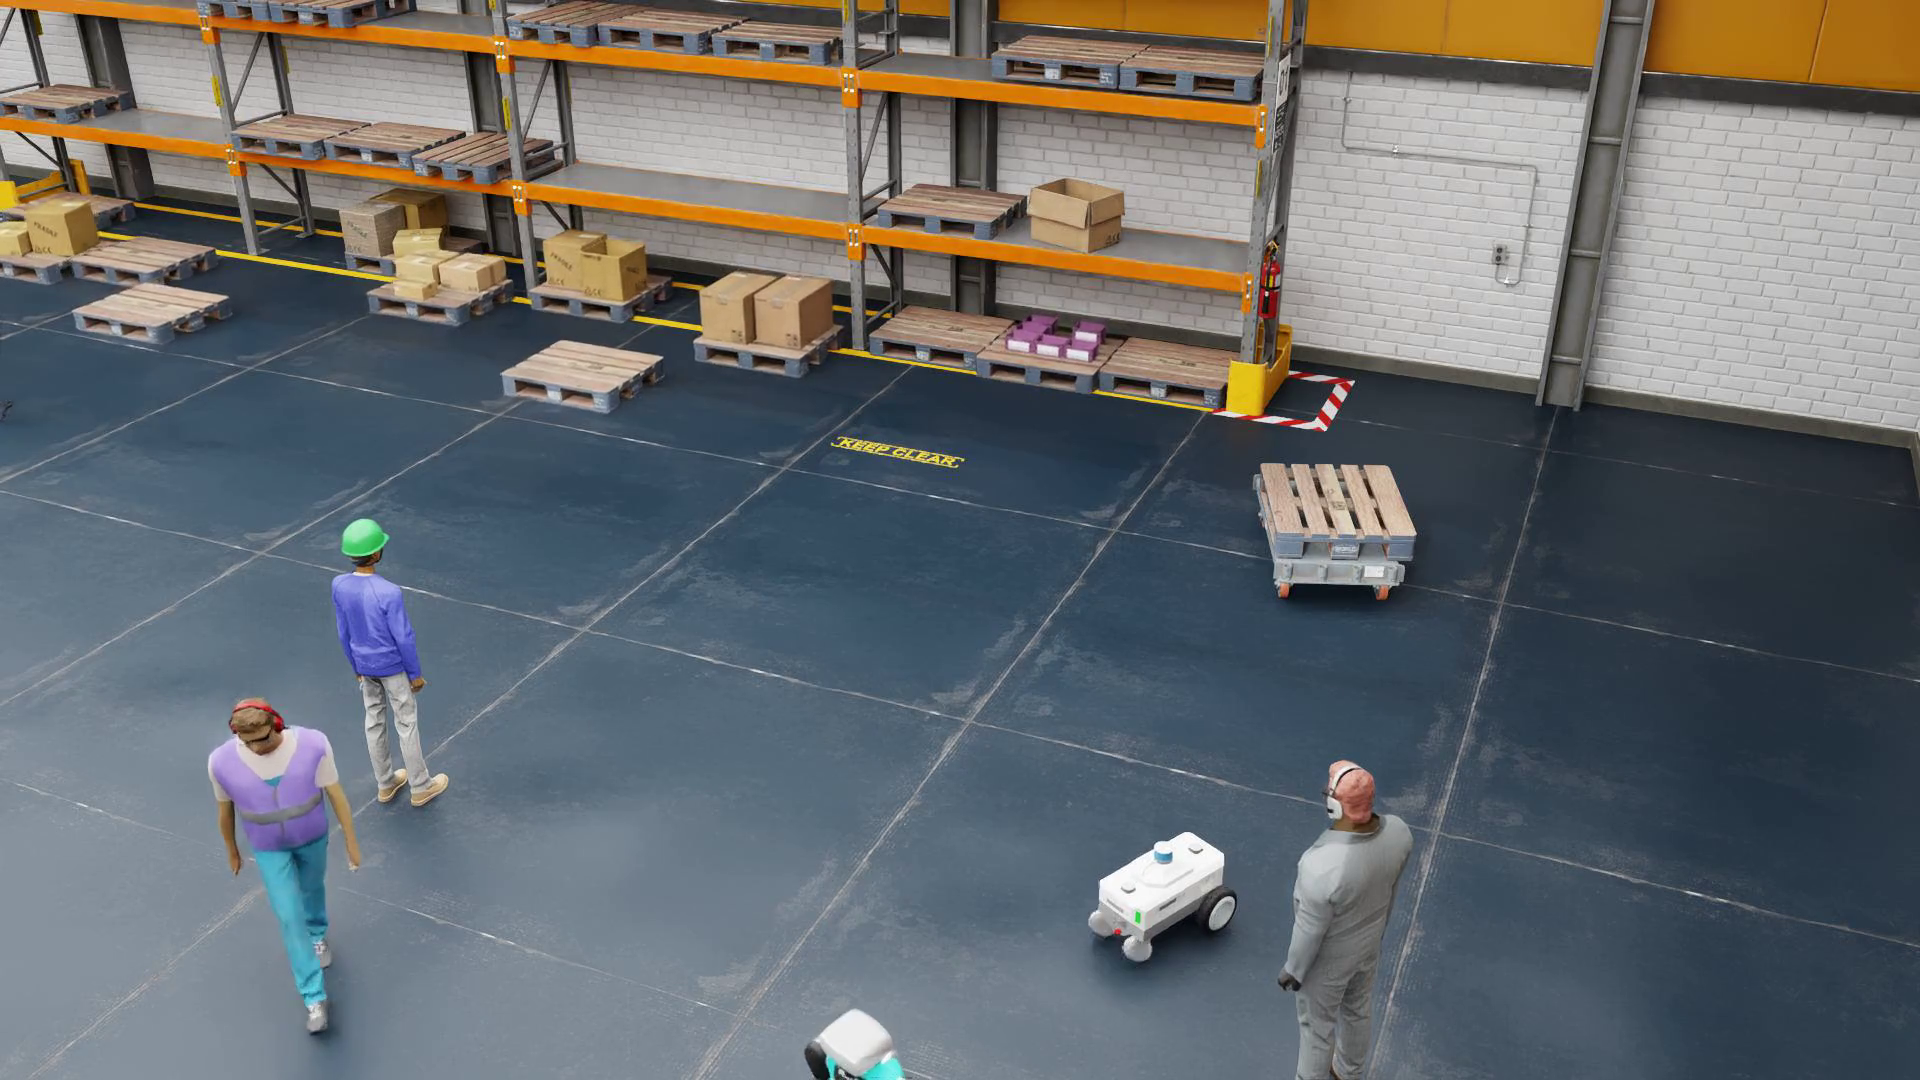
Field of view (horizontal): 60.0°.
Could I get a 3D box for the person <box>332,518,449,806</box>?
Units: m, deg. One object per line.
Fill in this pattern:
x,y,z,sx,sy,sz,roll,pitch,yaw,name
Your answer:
-3.378,0.728,9.774,0.460,1.873,0.344,7,28,13,person

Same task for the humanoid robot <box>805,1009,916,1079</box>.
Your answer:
-0.445,2.601,6.289,0.558,1.750,0.995,20,33,33,humanoid robot

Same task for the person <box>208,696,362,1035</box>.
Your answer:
-3.316,1.548,8.267,0.591,1.786,0.925,-14,30,-25,person

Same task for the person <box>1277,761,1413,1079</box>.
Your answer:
1.706,1.833,7.601,0.638,1.901,0.410,-18,32,-31,person

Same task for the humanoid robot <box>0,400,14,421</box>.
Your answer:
-8.906,-1.849,14.978,0.418,1.642,0.587,-3,27,-7,humanoid robot

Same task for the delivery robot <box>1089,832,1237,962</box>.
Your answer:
1.094,1.880,8.959,0.752,0.581,0.504,-21,34,-35,delivery robot
